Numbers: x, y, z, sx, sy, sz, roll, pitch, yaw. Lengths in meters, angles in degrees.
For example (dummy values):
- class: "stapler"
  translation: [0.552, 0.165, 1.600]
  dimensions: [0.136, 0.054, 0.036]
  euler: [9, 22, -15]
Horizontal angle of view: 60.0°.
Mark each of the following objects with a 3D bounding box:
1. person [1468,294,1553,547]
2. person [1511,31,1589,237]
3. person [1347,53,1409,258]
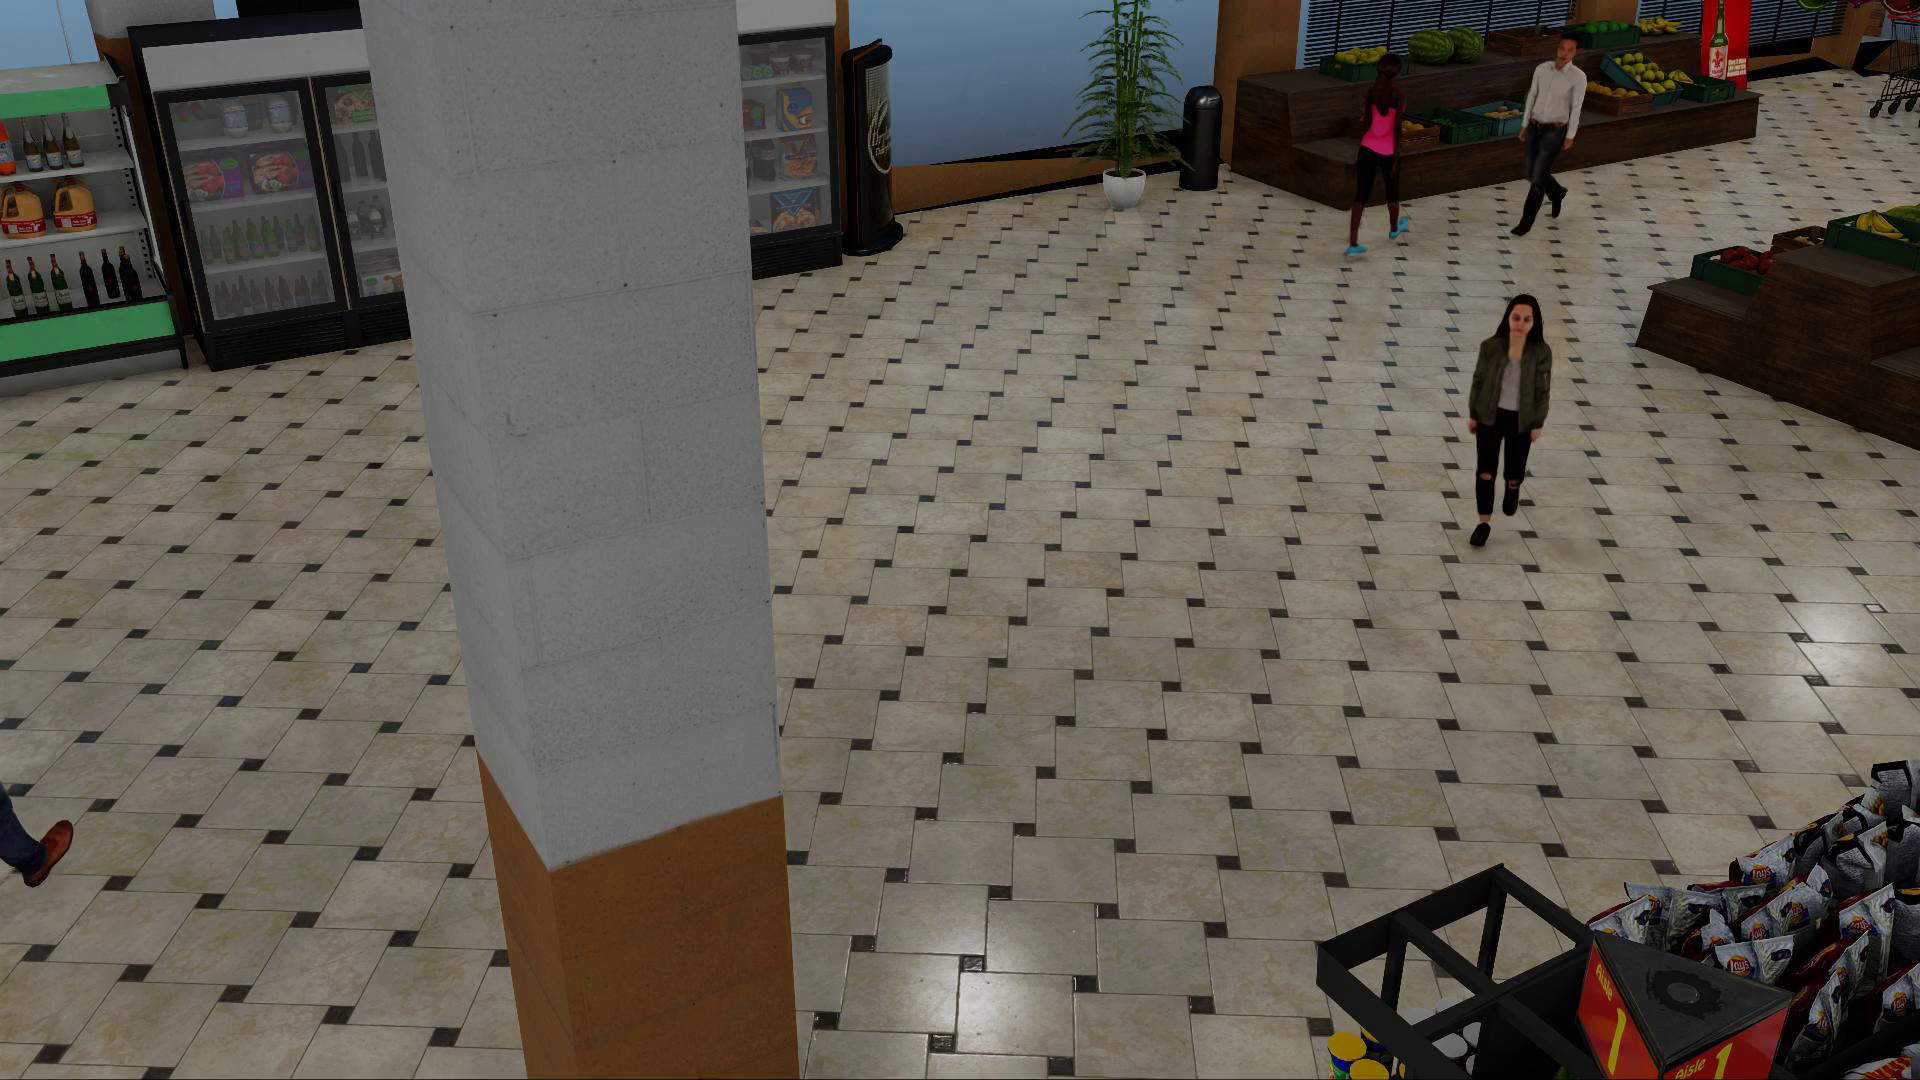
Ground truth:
- class: "person"
  translation: [3.098, -0.696, 9.423]
  dimensions: [0.803, 1.464, 0.902]
  euler: [13, 30, 24]
- class: "person"
  translation: [5.300, -3.640, 14.873]
  dimensions: [1.058, 1.784, 0.793]
  euler: [-20, 33, -35]
- class: "person"
  translation: [3.517, -3.232, 14.205]
  dimensions: [0.851, 1.662, 1.208]
  euler: [22, 34, 36]
